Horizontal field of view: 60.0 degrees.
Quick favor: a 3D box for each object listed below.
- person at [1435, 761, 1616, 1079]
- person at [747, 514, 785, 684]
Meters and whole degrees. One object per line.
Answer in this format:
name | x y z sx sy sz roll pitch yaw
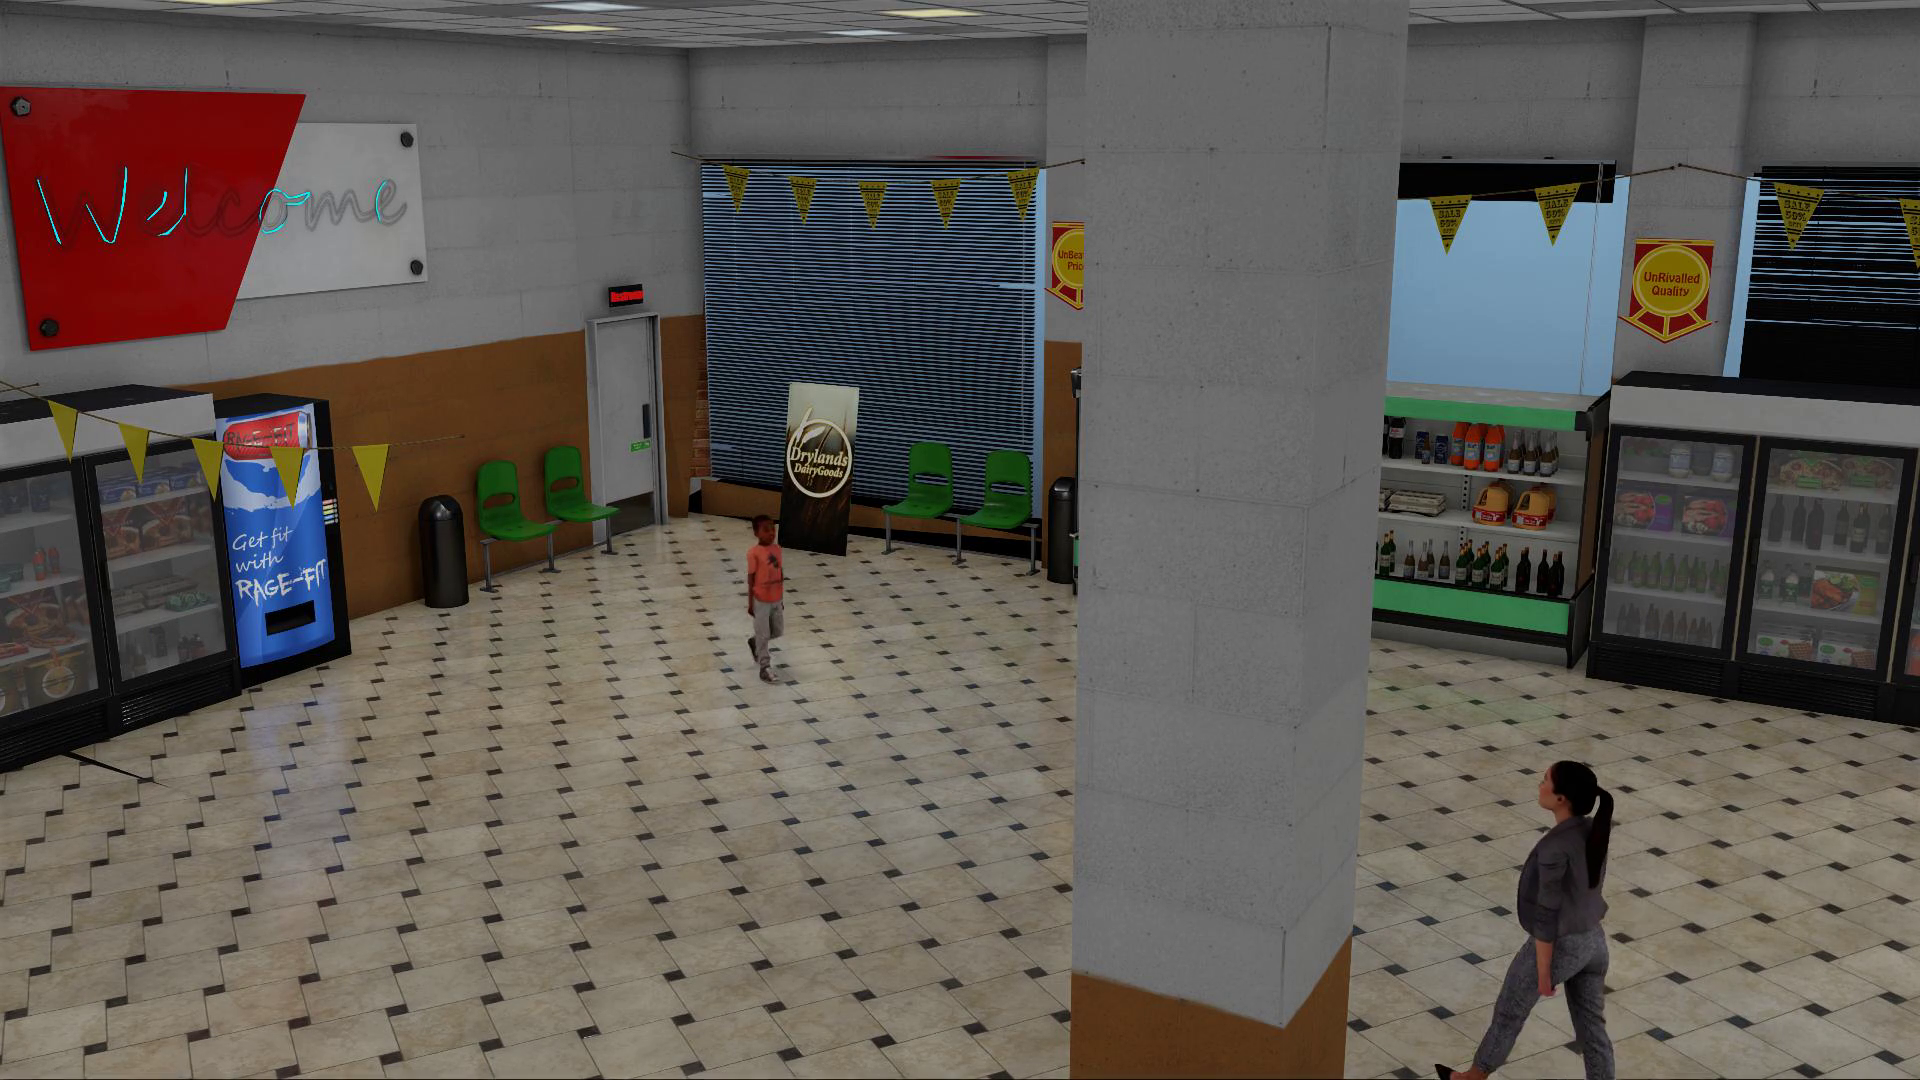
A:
person | 2.533 1.736 6.765 0.877 1.638 1.110 -10 17 -35
person | -1.542 0.434 12.851 0.635 1.300 0.804 -11 17 -38
